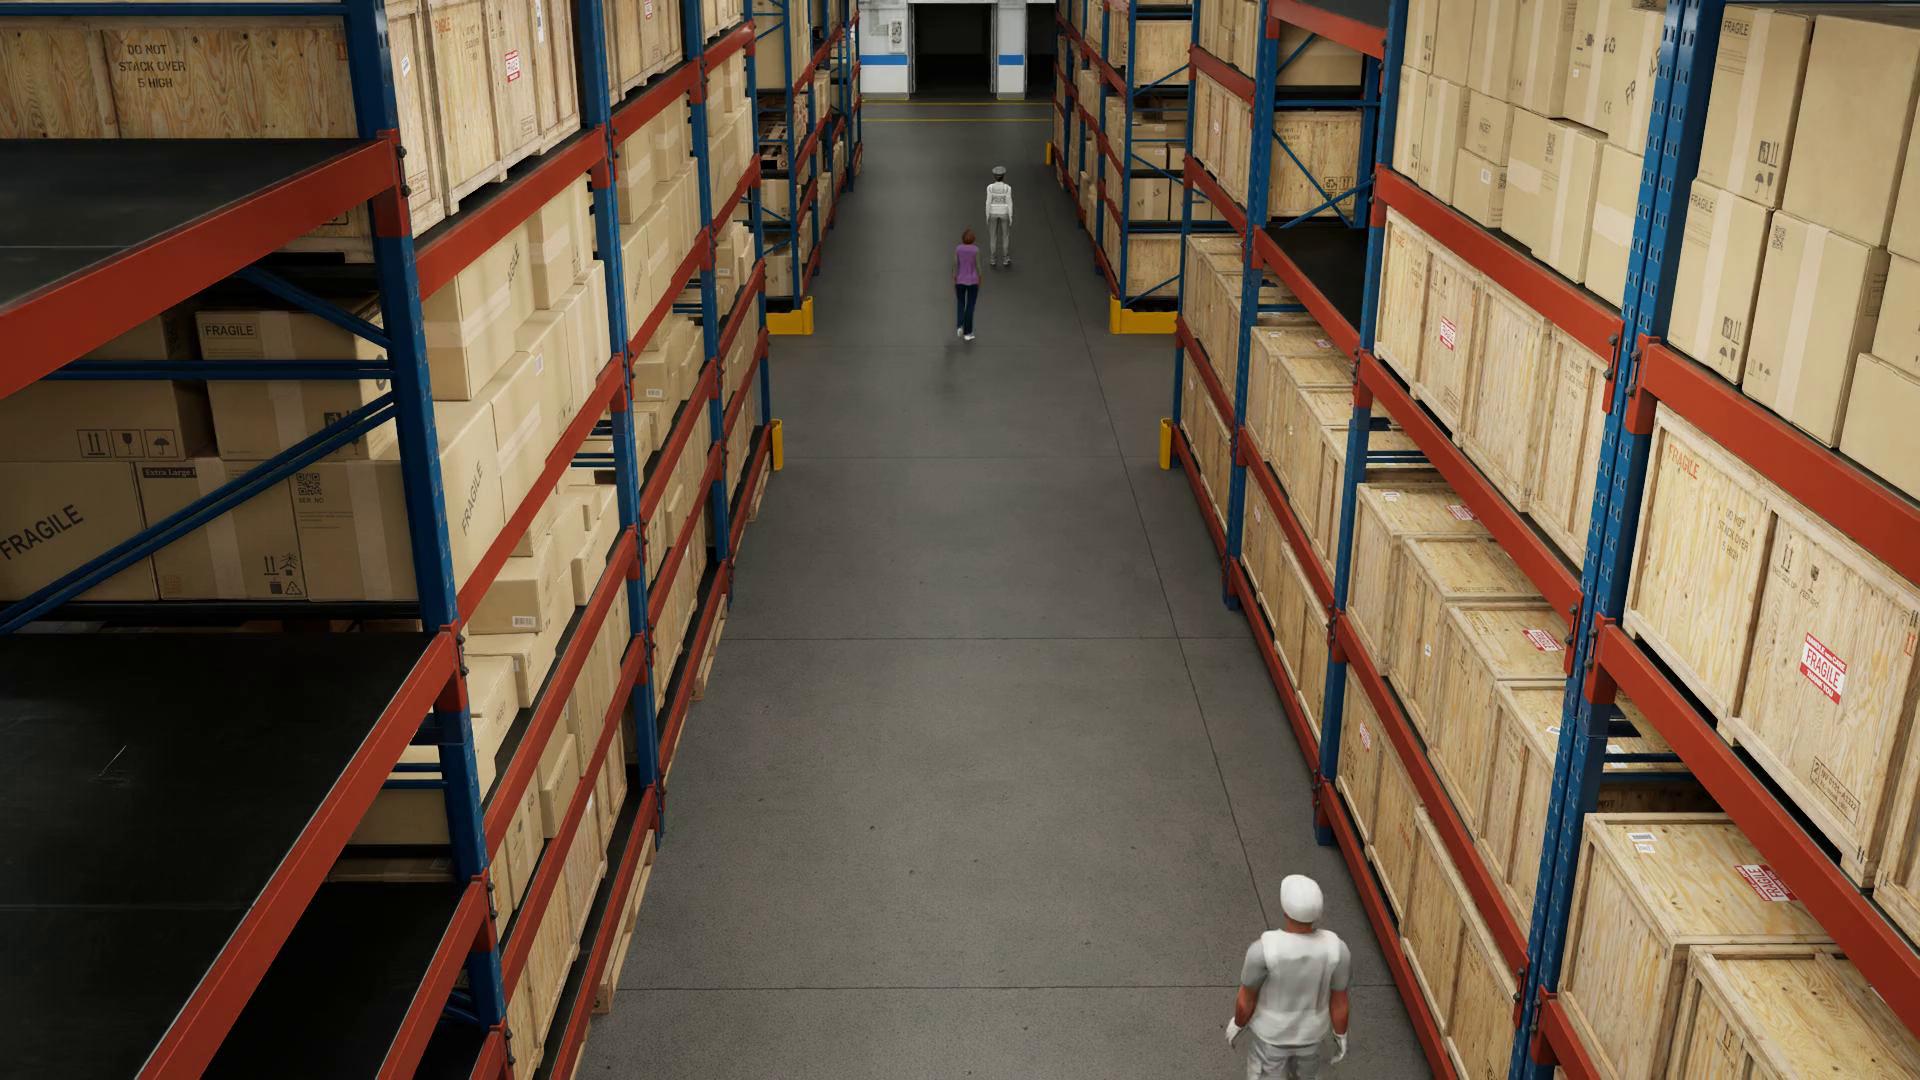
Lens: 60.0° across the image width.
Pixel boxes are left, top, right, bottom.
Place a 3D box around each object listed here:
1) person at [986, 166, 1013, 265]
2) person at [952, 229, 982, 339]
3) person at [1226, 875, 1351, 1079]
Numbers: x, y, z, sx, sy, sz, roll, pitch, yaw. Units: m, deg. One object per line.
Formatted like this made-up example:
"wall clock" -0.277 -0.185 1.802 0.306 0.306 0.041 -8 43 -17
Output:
"person" 0.682 -5.636 28.912 0.465 1.691 0.334 2 22 4
"person" 0.105 -3.713 24.100 0.424 1.596 0.418 5 22 13
"person" 1.610 2.401 8.365 0.568 1.795 0.554 -2 22 -6
